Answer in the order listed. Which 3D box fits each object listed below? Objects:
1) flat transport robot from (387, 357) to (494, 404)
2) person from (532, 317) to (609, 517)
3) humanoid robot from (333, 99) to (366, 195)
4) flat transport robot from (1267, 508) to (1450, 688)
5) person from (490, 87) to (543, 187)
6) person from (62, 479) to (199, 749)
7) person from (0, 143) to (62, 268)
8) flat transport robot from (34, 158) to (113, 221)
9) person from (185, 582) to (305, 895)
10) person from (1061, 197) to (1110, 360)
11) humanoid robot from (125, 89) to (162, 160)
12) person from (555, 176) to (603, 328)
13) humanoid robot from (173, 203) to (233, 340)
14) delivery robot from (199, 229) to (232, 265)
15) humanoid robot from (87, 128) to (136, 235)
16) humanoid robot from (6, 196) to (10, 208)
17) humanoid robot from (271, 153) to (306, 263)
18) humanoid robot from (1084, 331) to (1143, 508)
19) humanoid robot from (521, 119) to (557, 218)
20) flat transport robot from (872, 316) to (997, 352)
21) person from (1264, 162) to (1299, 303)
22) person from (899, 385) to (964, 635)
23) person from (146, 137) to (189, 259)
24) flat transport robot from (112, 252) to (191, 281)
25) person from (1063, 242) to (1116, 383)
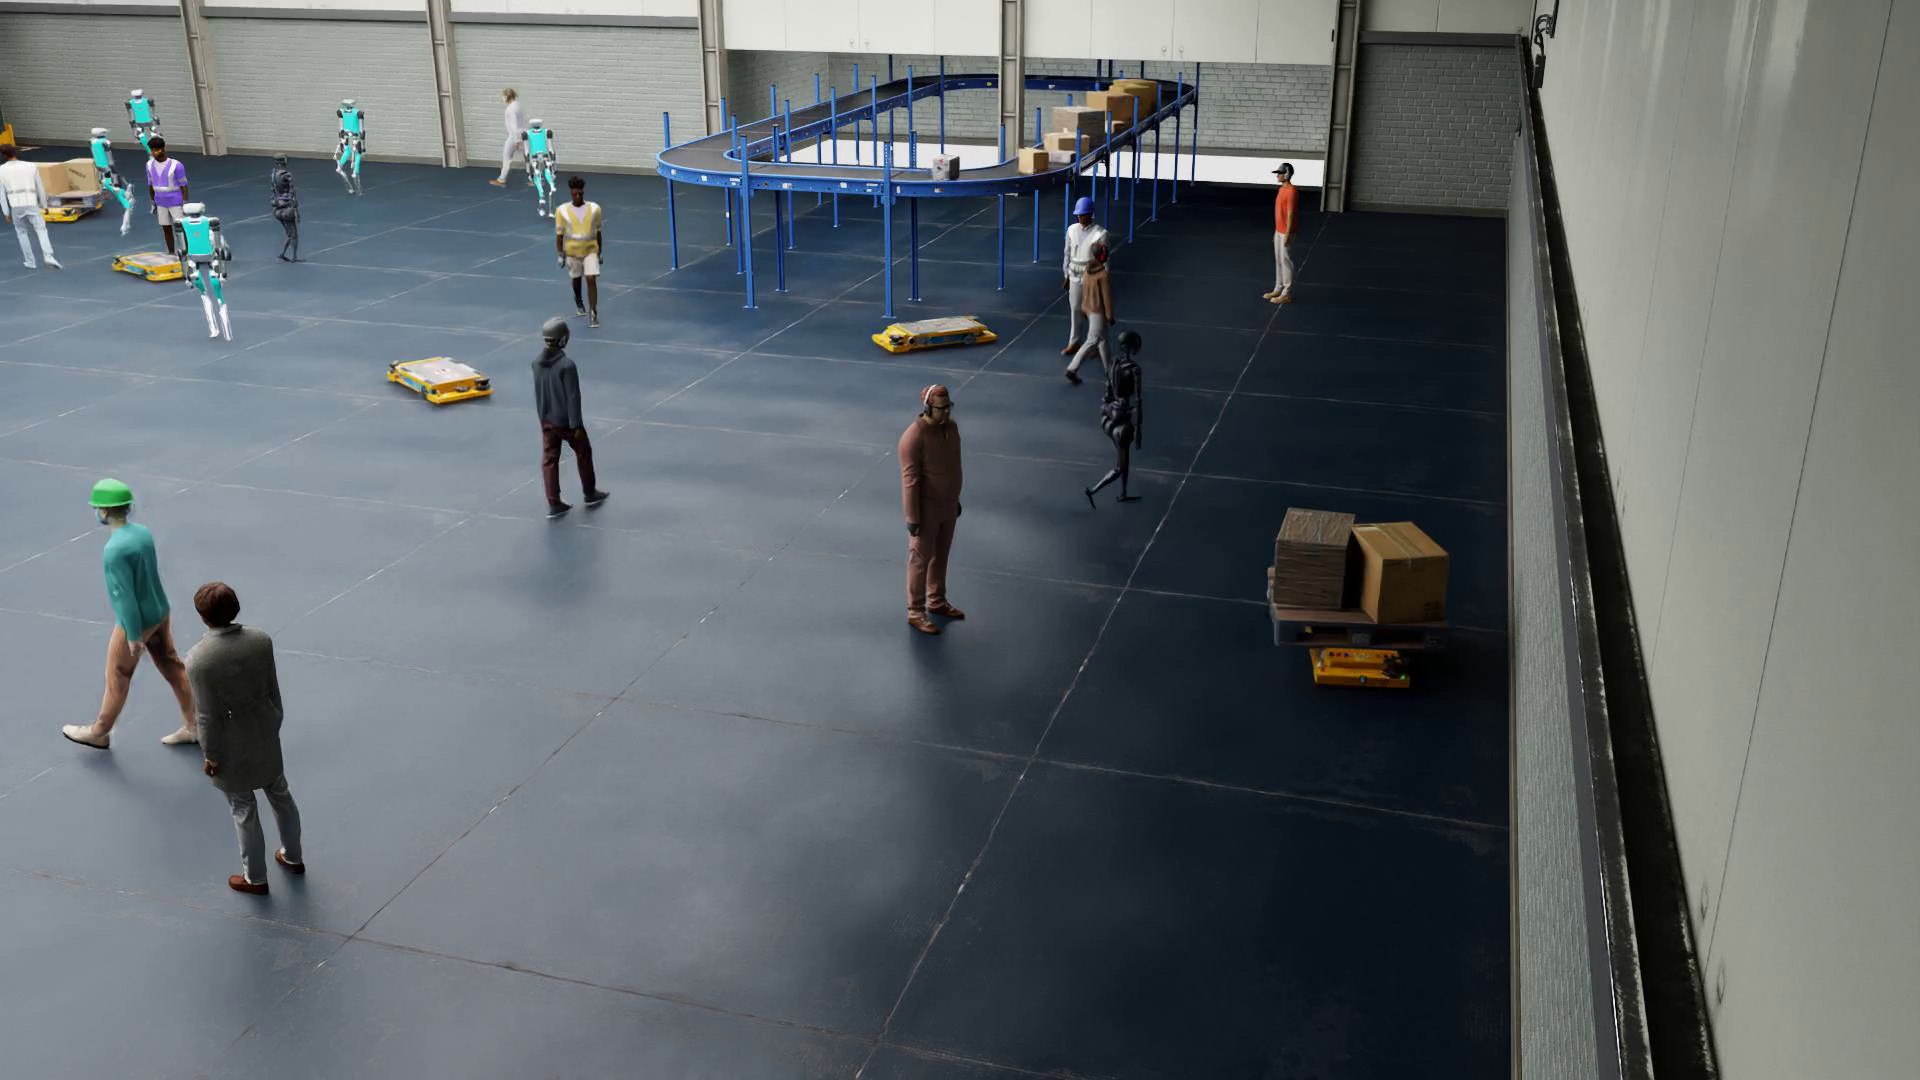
[{"bbox_3d":[-5.927,-1.830,18.925,0.659,0.231,1.431,-17,27,-37],"label":"flat transport robot"},{"bbox_3d":[-3.529,-1.136,15.004,0.587,1.784,0.766,11,24,26],"label":"person"},{"bbox_3d":[-11.412,-7.224,31.003,0.538,1.877,0.735,5,22,12],"label":"humanoid robot"},{"bbox_3d":[2.903,0.706,12.347,0.659,0.231,1.431,2,21,6],"label":"flat transport robot"},{"bbox_3d":[-8.595,-7.758,32.057,1.012,1.884,0.648,0,21,-1],"label":"person"},{"bbox_3d":[-5.413,0.499,10.714,0.932,1.826,0.536,0,21,1],"label":"person"},{"bbox_3d":[-13.956,-4.960,24.819,0.625,1.882,0.740,-13,24,-30],"label":"person"},{"bbox_3d":[-15.704,-5.825,29.286,0.659,0.231,1.431,-3,21,-7],"label":"flat transport robot"},{"bbox_3d":[-3.963,1.093,9.174,0.369,1.833,0.505,14,25,32],"label":"person"},{"bbox_3d":[1.507,-3.150,20.015,0.608,1.946,0.403,15,26,34],"label":"person"},{"bbox_3d":[-16.218,-8.144,33.313,0.551,1.783,0.869,-4,21,-10],"label":"humanoid robot"},{"bbox_3d":[-4.962,-3.799,21.734,0.602,1.930,0.941,-7,22,-17],"label":"person"},{"bbox_3d":[-9.440,-3.323,20.855,0.530,1.865,0.707,-6,22,-15],"label":"humanoid robot"},{"bbox_3d":[-11.626,-4.572,25.620,0.774,0.581,0.499,20,29,41],"label":"delivery robot"},{"bbox_3d":[-13.911,-5.926,27.565,0.564,1.821,0.763,14,25,32],"label":"humanoid robot"},{"bbox_3d":[-17.501,-6.765,29.854,0.819,1.633,0.611,7,22,18],"label":"humanoid robot"},{"bbox_3d":[-10.295,-5.045,25.319,0.616,1.662,0.358,15,26,34],"label":"humanoid robot"},{"bbox_3d":[1.390,-1.093,15.091,0.663,1.632,0.608,-10,23,-24],"label":"humanoid robot"},{"bbox_3d":[-7.146,-6.295,28.513,0.538,1.742,1.032,-9,23,-21],"label":"humanoid robot"},{"bbox_3d":[-0.319,-2.583,20.876,1.431,0.231,0.659,-10,23,-24],"label":"flat transport robot"},{"bbox_3d":[4.424,-4.224,22.872,0.417,1.908,0.473,-4,21,-10],"label":"person"},{"bbox_3d":[-0.177,-0.249,12.550,0.404,1.906,0.645,14,25,31],"label":"person"},{"bbox_3d":[-11.866,-5.053,24.935,0.611,1.956,0.390,3,21,8],"label":"person"},{"bbox_3d":[-11.966,-4.070,24.735,1.431,0.231,0.659,17,27,37],"label":"flat transport robot"},{"bbox_3d":[1.545,-2.601,19.044,0.828,1.615,0.479,-10,23,-24],"label":"person"}]
